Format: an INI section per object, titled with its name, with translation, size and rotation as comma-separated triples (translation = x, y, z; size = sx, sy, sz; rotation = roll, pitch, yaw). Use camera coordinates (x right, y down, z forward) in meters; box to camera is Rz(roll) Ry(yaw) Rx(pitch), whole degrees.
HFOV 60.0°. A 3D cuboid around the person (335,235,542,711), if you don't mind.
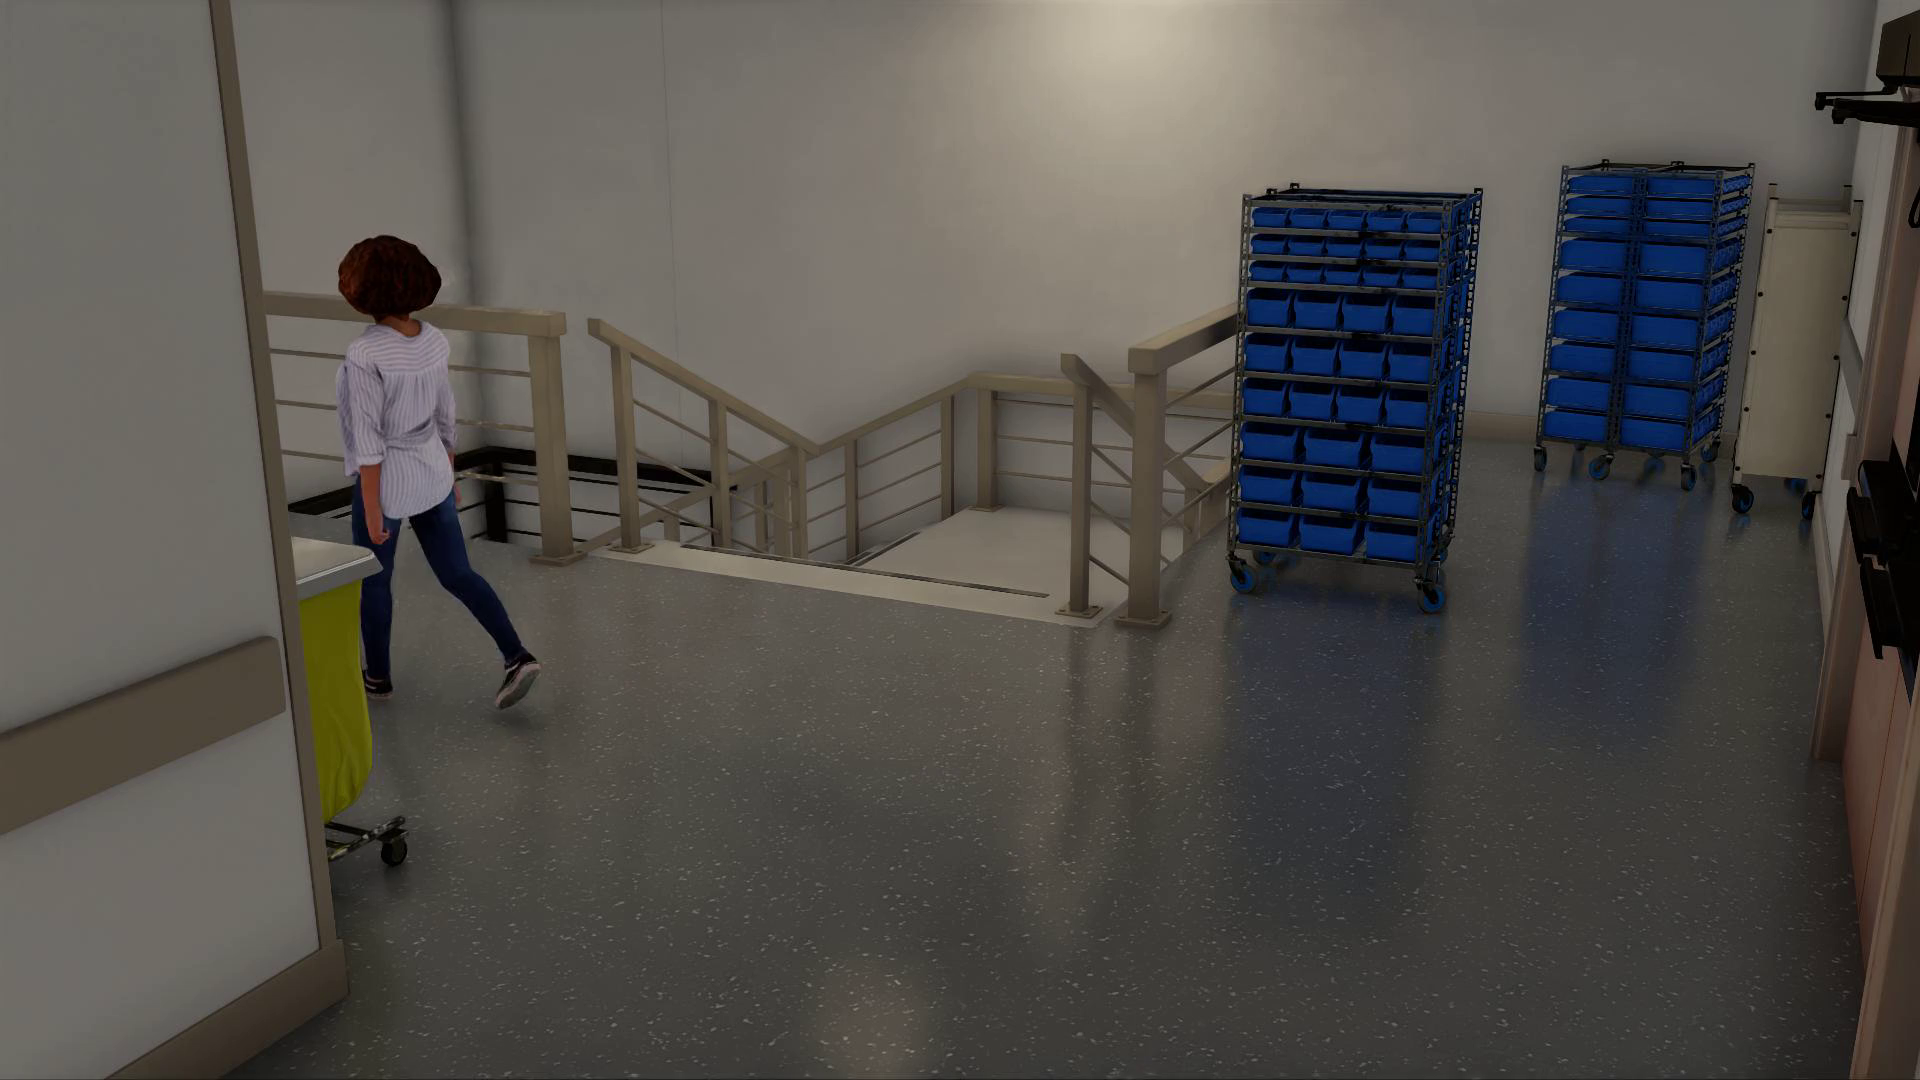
[person]
translation = -1.872, -0.191, 5.837
size = 0.757, 1.684, 1.056
rotation = 9, 18, 29
